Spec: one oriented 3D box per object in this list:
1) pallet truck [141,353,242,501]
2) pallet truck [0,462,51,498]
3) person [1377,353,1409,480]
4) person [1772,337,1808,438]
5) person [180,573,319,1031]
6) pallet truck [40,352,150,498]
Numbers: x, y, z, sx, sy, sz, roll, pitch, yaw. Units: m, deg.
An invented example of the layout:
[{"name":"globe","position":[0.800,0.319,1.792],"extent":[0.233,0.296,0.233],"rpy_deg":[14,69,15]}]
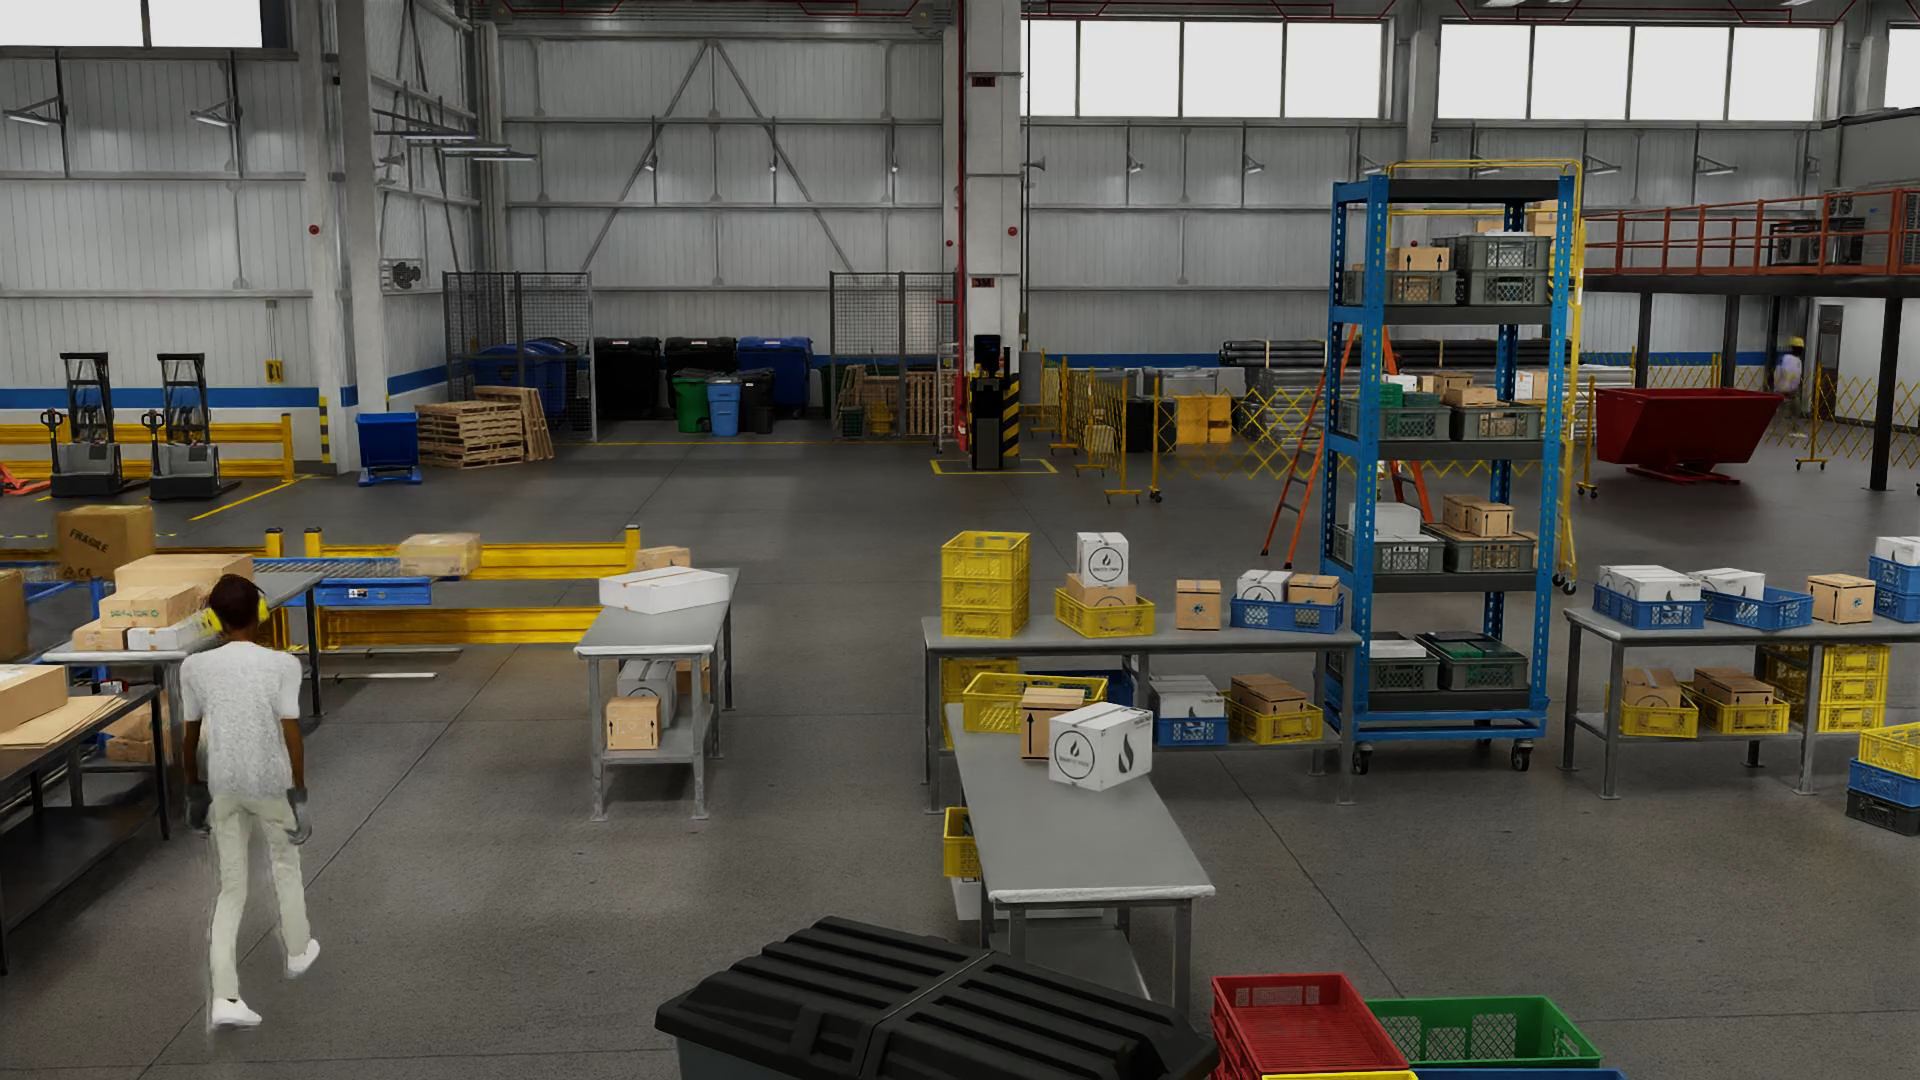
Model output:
[{"name":"pallet truck","position":[-10.520,-1.604,22.925],"extent":[0.823,1.965,1.885],"rpy_deg":[-1,9,-6]},{"name":"pallet truck","position":[-13.193,-1.293,23.148],"extent":[0.653,1.274,1.630],"rpy_deg":[-1,9,-4]},{"name":"person","position":[6.399,-1.815,24.600],"extent":[0.586,1.882,0.343],"rpy_deg":[-1,9,-4]},{"name":"person","position":[15.527,-2.877,31.261],"extent":[0.602,1.895,0.842],"rpy_deg":[-7,11,-36]},{"name":"person","position":[-2.945,1.052,6.847],"extent":[0.545,1.819,0.982],"rpy_deg":[-1,9,-6]},{"name":"pallet truck","position":[-11.907,-1.642,23.165],"extent":[0.823,1.965,1.885],"rpy_deg":[0,9,0]}]
